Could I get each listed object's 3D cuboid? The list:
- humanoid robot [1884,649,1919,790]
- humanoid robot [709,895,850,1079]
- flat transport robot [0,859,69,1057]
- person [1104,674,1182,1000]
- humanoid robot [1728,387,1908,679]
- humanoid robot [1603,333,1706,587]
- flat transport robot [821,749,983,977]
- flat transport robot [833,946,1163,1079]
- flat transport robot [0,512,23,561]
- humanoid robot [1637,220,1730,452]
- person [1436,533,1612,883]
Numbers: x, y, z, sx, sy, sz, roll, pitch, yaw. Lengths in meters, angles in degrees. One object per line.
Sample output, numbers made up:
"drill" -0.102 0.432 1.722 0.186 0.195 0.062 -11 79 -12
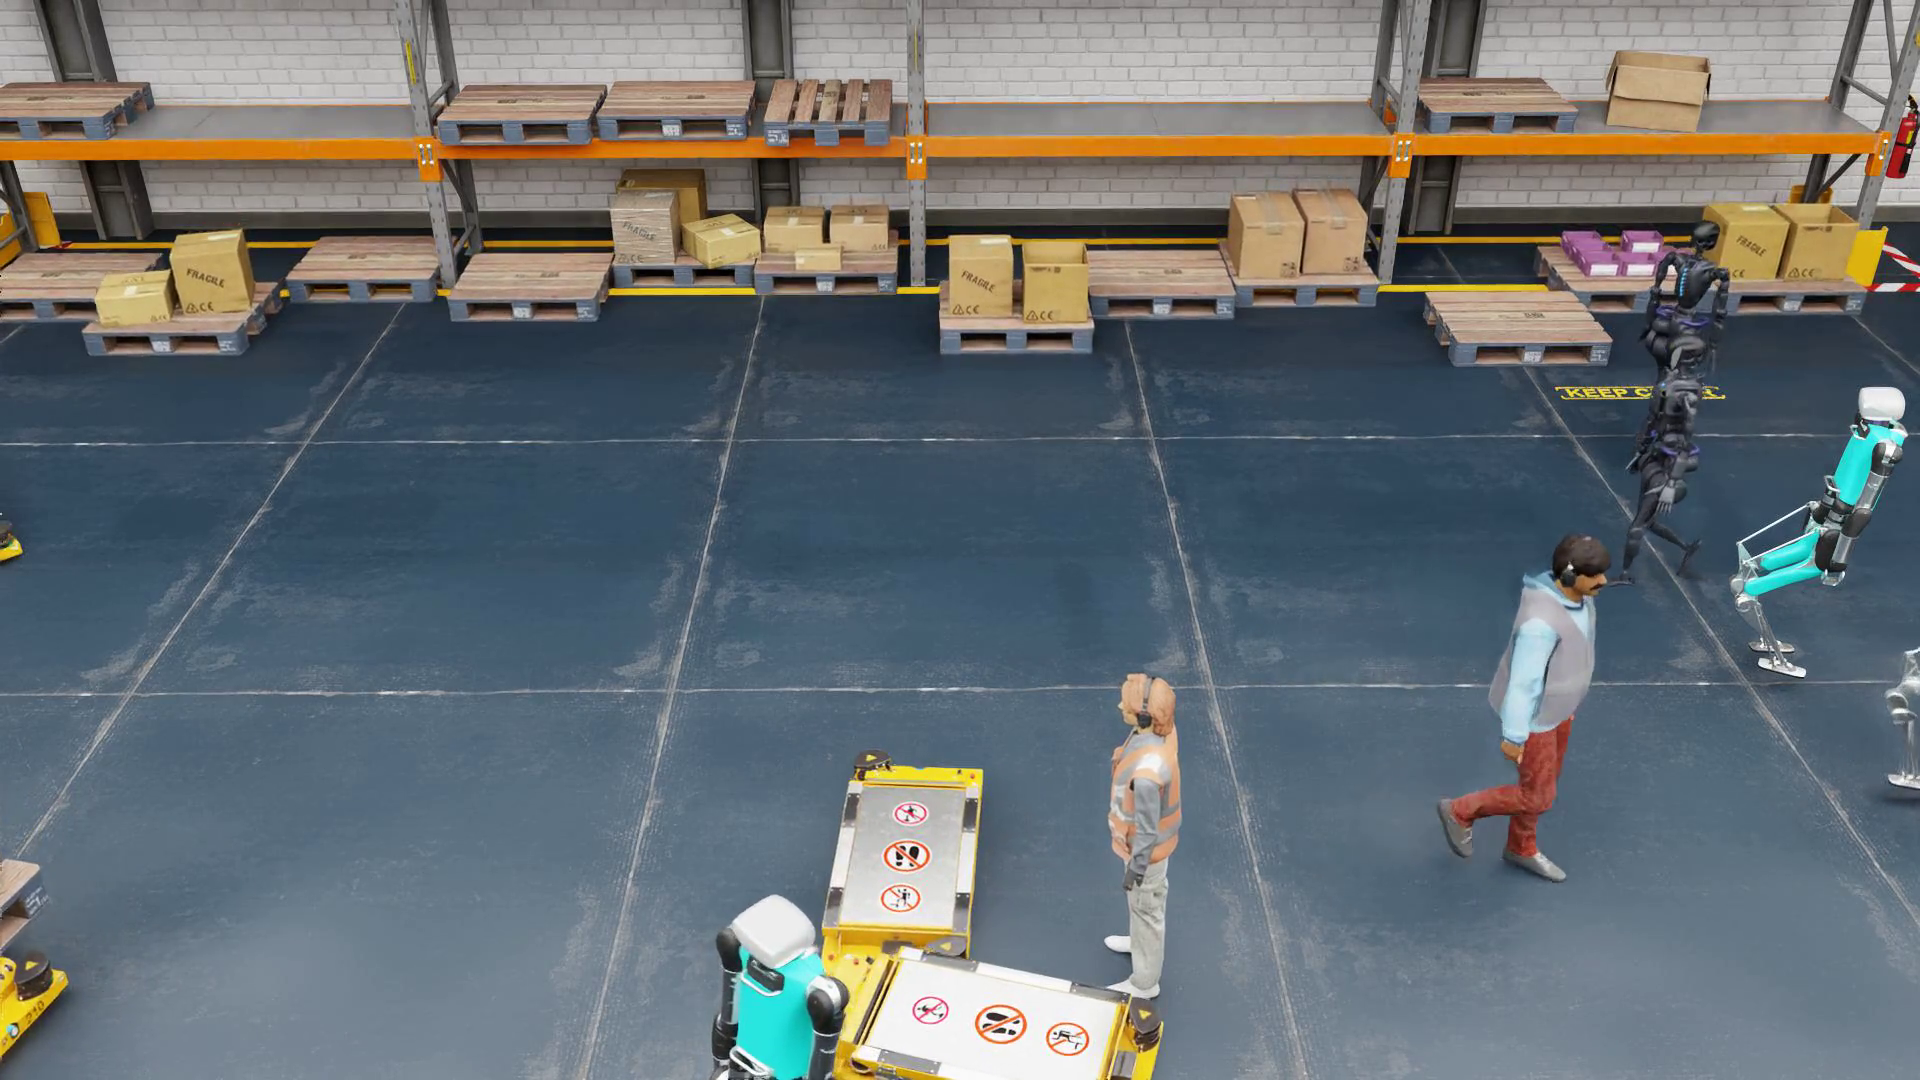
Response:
"humanoid robot" 4.916 0.613 7.962 0.975 1.736 0.542 8 32 12
"humanoid robot" -0.766 2.076 5.566 0.531 1.800 0.827 23 38 33
"flat transport robot" -4.683 1.966 7.138 1.431 0.231 0.659 7 32 11
"person" 0.767 1.254 6.989 0.313 1.640 0.513 5 31 9
"humanoid robot" 4.505 -0.057 8.950 0.735 1.677 0.533 7 32 12
"humanoid robot" 4.219 -0.440 9.802 0.647 1.636 0.603 1 31 1
"flat transport robot" -0.252 1.523 7.875 0.659 0.231 1.431 2 31 3
"flat transport robot" 0.087 2.085 6.939 1.431 0.231 0.659 8 32 14
"flat transport robot" -6.590 -0.136 10.637 0.659 0.231 1.431 -26 39 -36
"humanoid robot" 4.891 -1.400 11.397 0.689 1.638 0.597 -23 38 -33
"person" 2.623 0.767 7.583 0.516 1.863 0.550 22 38 32
